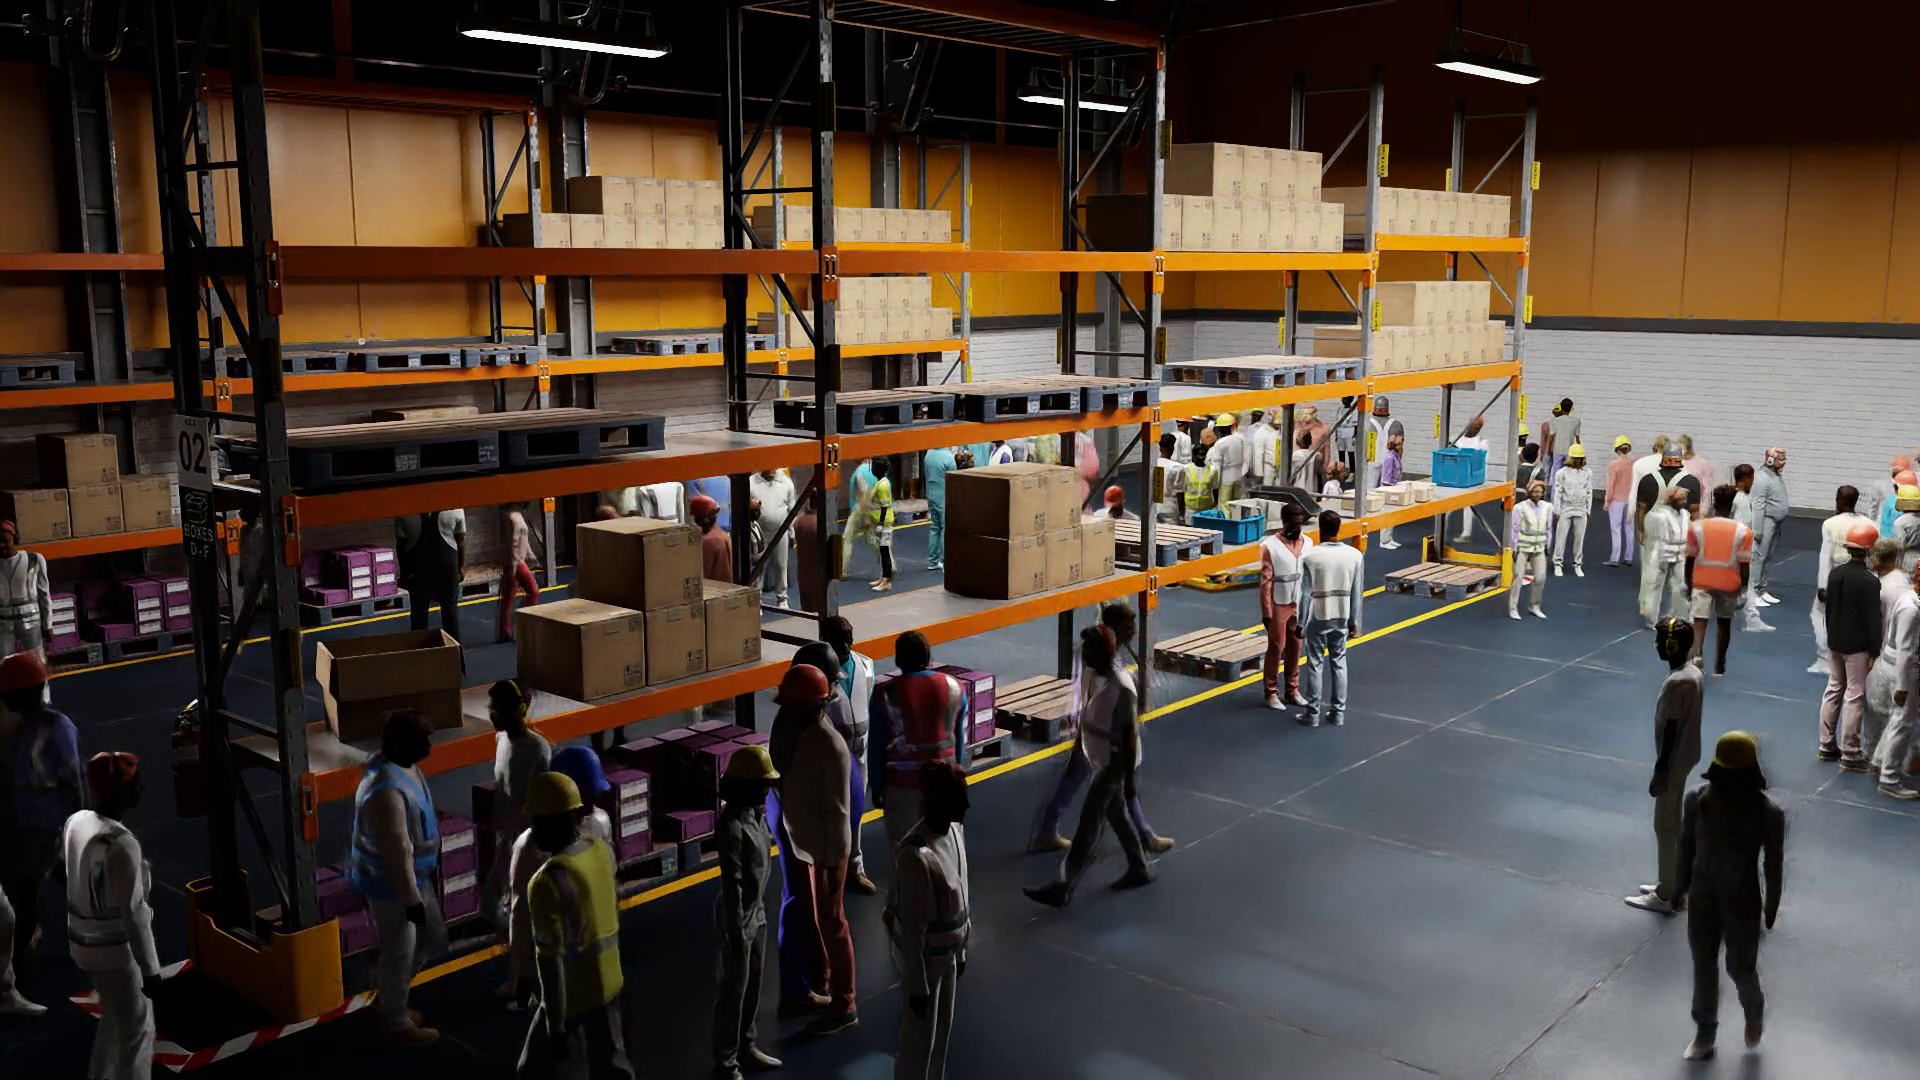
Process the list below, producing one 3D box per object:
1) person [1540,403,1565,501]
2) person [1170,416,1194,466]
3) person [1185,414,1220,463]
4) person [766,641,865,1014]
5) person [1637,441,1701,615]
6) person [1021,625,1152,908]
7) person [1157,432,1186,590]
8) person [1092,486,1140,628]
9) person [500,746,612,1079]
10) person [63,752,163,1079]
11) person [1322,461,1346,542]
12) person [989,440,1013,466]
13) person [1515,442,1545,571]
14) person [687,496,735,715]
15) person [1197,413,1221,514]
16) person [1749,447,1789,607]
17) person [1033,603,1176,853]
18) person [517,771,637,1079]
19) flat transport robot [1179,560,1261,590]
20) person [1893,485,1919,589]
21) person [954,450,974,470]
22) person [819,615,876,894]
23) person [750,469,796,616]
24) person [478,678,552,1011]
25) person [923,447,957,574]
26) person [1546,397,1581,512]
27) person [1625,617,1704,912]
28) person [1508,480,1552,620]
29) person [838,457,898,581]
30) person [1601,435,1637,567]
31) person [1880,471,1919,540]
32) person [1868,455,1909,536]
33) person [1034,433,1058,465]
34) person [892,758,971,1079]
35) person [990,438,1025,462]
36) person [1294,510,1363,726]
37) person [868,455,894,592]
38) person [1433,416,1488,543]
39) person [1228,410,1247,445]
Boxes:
[{"bbox_3d":[9.825,-1.386,27.421,0.533,1.757,0.336,7,12,38],"label":"person"},{"bbox_3d":[3.223,-0.936,24.218,0.387,1.929,0.544,-4,10,-23],"label":"person"},{"bbox_3d":[3.696,-1.195,25.472,0.617,2.028,0.410,5,11,28],"label":"person"},{"bbox_3d":[-0.786,1.537,9.108,0.536,2.000,0.686,-1,10,-4],"label":"person"},{"bbox_3d":[8.126,-0.132,19.071,0.684,2.000,0.535,7,12,35],"label":"person"},{"bbox_3d":[0.843,1.422,10.561,0.984,1.781,0.580,-3,10,-17],"label":"person"},{"bbox_3d":[2.543,-0.360,20.699,0.599,1.958,0.377,8,13,41],"label":"person"},{"bbox_3d":[1.641,0.232,17.996,0.614,1.670,0.934,3,10,16],"label":"person"},{"bbox_3d":[-1.865,1.855,7.620,0.741,1.924,0.614,4,10,23],"label":"person"},{"bbox_3d":[-3.847,1.875,7.591,0.592,1.871,0.374,8,12,39],"label":"person"},{"bbox_3d":[4.573,-0.154,20.399,0.310,1.638,0.522,1,10,4],"label":"person"},{"bbox_3d":[0.569,-0.676,22.904,0.388,1.844,0.563,-2,10,-11],"label":"person"},{"bbox_3d":[7.476,-0.441,21.943,0.317,1.695,0.540,-8,12,-38],"label":"person"},{"bbox_3d":[-2.231,0.572,15.215,0.568,1.942,0.820,2,10,11],"label":"person"},{"bbox_3d":[3.931,-1.281,26.398,0.627,1.894,0.455,8,13,41],"label":"person"},{"bbox_3d":[9.566,-0.161,19.679,0.403,1.900,0.636,8,13,41],"label":"person"},{"bbox_3d":[0.960,1.289,11.379,0.991,1.785,0.627,0,10,-1],"label":"person"},{"bbox_3d":[-1.757,1.928,7.232,0.954,1.878,0.593,4,10,23],"label":"person"},{"bbox_3d":[3.517,0.416,21.076,1.431,0.197,0.652,-7,11,-34],"label":"flat transport robot"},{"bbox_3d":[9.913,0.288,17.456,0.490,1.741,0.322,-5,11,-28],"label":"person"},{"bbox_3d":[0.008,-0.157,19.850,0.350,1.837,0.502,-3,10,-18],"label":"person"},{"bbox_3d":[-0.779,1.384,10.616,0.627,1.844,0.429,-7,12,-35],"label":"person"},{"bbox_3d":[-2.199,-0.073,19.154,0.645,1.900,0.399,-3,10,-16],"label":"person"},{"bbox_3d":[-2.387,1.653,8.999,0.514,1.855,0.416,8,13,41],"label":"person"},{"bbox_3d":[-0.201,-0.514,21.797,0.401,1.899,0.650,-6,11,-34],"label":"person"},{"bbox_3d":[9.810,-1.381,27.040,0.520,1.871,0.326,2,10,14],"label":"person"},{"bbox_3d":[4.462,1.405,10.463,0.347,1.855,0.532,7,12,35],"label":"person"},{"bbox_3d":[6.464,0.114,18.870,0.519,1.626,0.350,-3,10,-15],"label":"person"},{"bbox_3d":[-1.242,-0.357,21.140,0.915,1.796,0.563,2,10,10],"label":"person"},{"bbox_3d":[8.805,-0.514,22.190,0.526,1.762,0.336,-4,10,-21],"label":"person"},{"bbox_3d":[10.550,0.079,18.722,0.355,1.737,0.576,5,11,26],"label":"person"},{"bbox_3d":[11.539,-0.218,20.558,0.560,1.718,0.833,4,10,20],"label":"person"},{"bbox_3d":[1.359,-1.263,26.680,0.332,1.777,0.528,-6,11,-33],"label":"person"},{"bbox_3d":[-0.120,1.893,7.488,0.356,1.876,0.575,3,10,19],"label":"person"},{"bbox_3d":[0.692,-0.799,23.356,0.371,1.941,0.627,-9,13,-43],"label":"person"},{"bbox_3d":[3.229,0.691,14.574,0.598,1.908,0.410,-3,10,-16],"label":"person"},{"bbox_3d":[-0.975,-0.210,20.561,0.320,1.698,0.531,-1,10,-4],"label":"person"},{"bbox_3d":[7.240,-0.867,24.101,0.709,1.841,0.431,6,11,30],"label":"person"},{"bbox_3d":[4.461,-1.354,27.298,0.490,1.728,0.324,3,10,17],"label":"person"}]
